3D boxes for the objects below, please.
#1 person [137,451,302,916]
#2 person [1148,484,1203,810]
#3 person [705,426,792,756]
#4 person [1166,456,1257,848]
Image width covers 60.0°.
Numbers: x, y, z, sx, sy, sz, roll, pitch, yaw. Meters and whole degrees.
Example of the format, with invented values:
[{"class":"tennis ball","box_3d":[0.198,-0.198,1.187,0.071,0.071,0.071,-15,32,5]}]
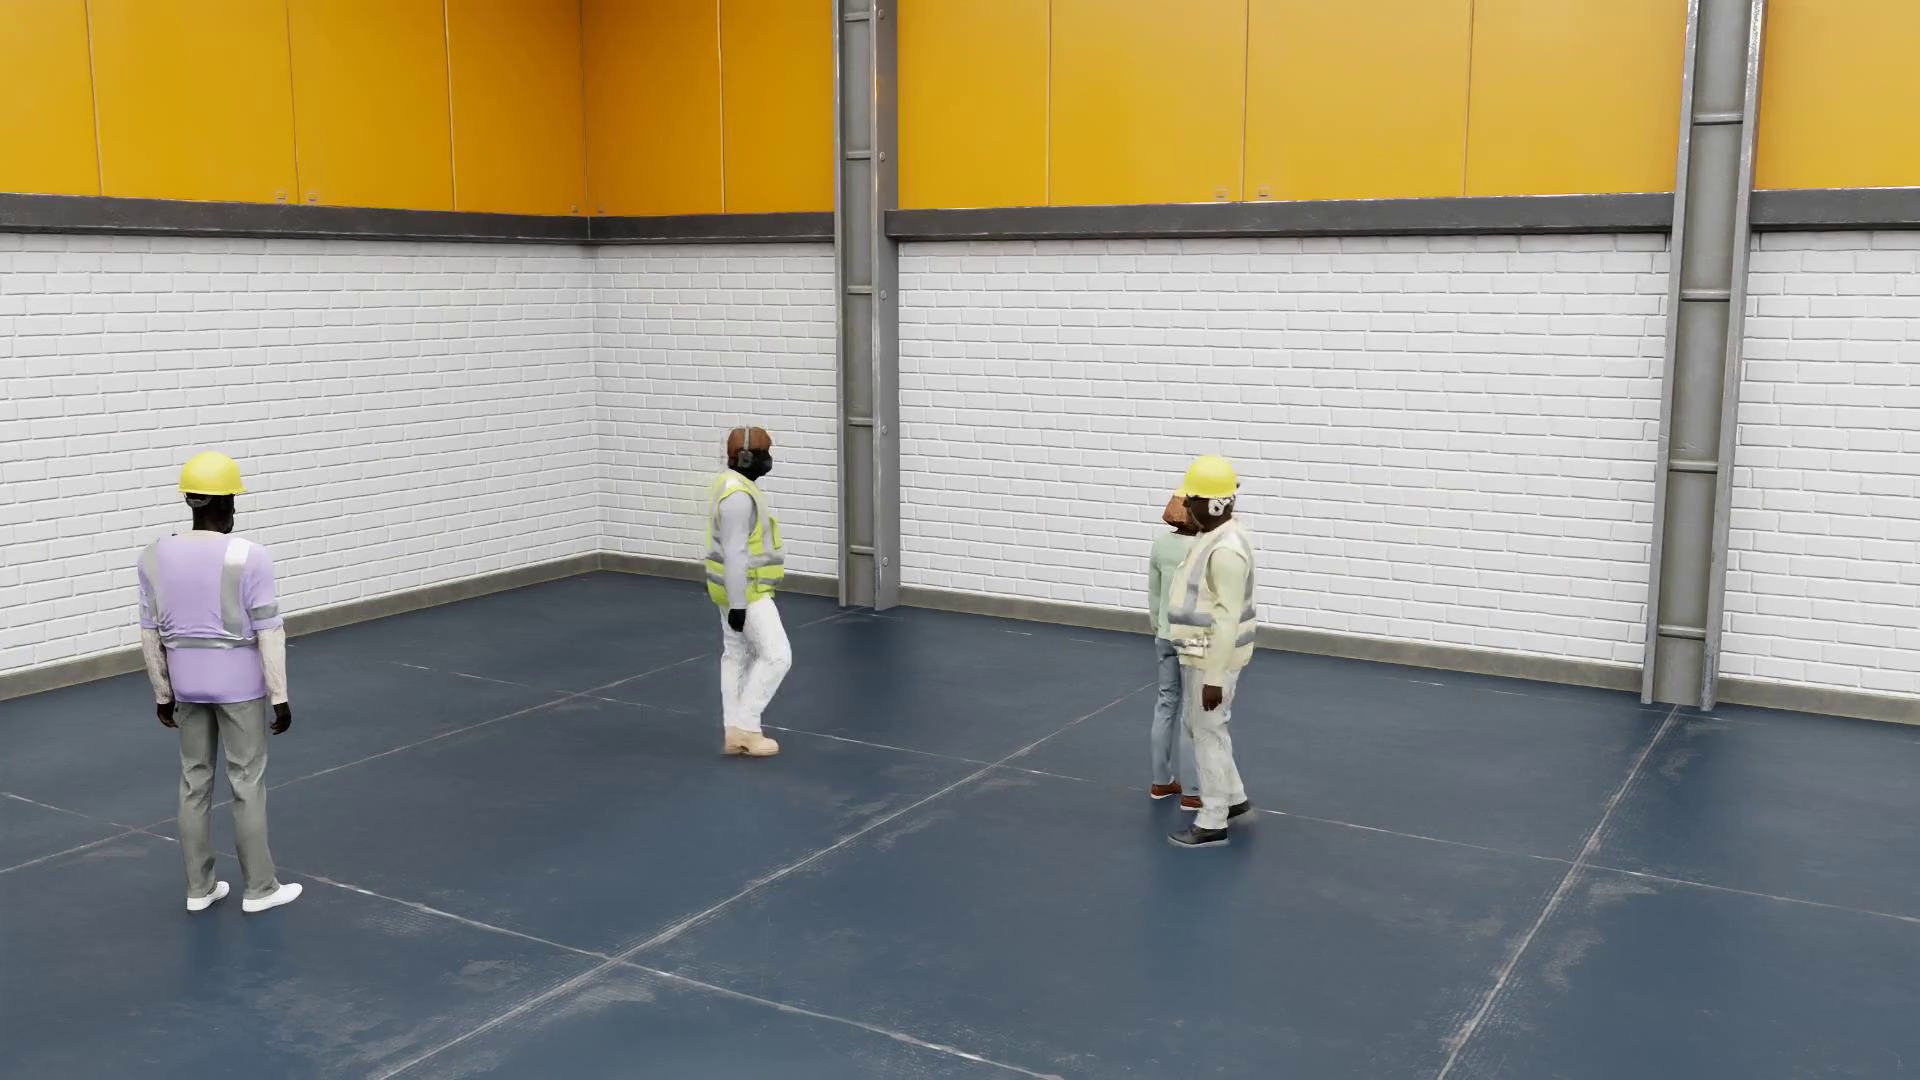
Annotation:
[{"class":"person","box_3d":[-3.045,0.596,6.854,0.594,1.926,0.366,1,9,7]},{"class":"person","box_3d":[1.130,0.518,8.254,0.274,1.632,0.507,-6,11,-31]},{"class":"person","box_3d":[-1.139,0.290,9.068,0.485,1.826,0.657,-2,9,-10]},{"class":"person","box_3d":[1.176,0.523,7.658,0.457,1.818,0.618,0,9,2]}]
